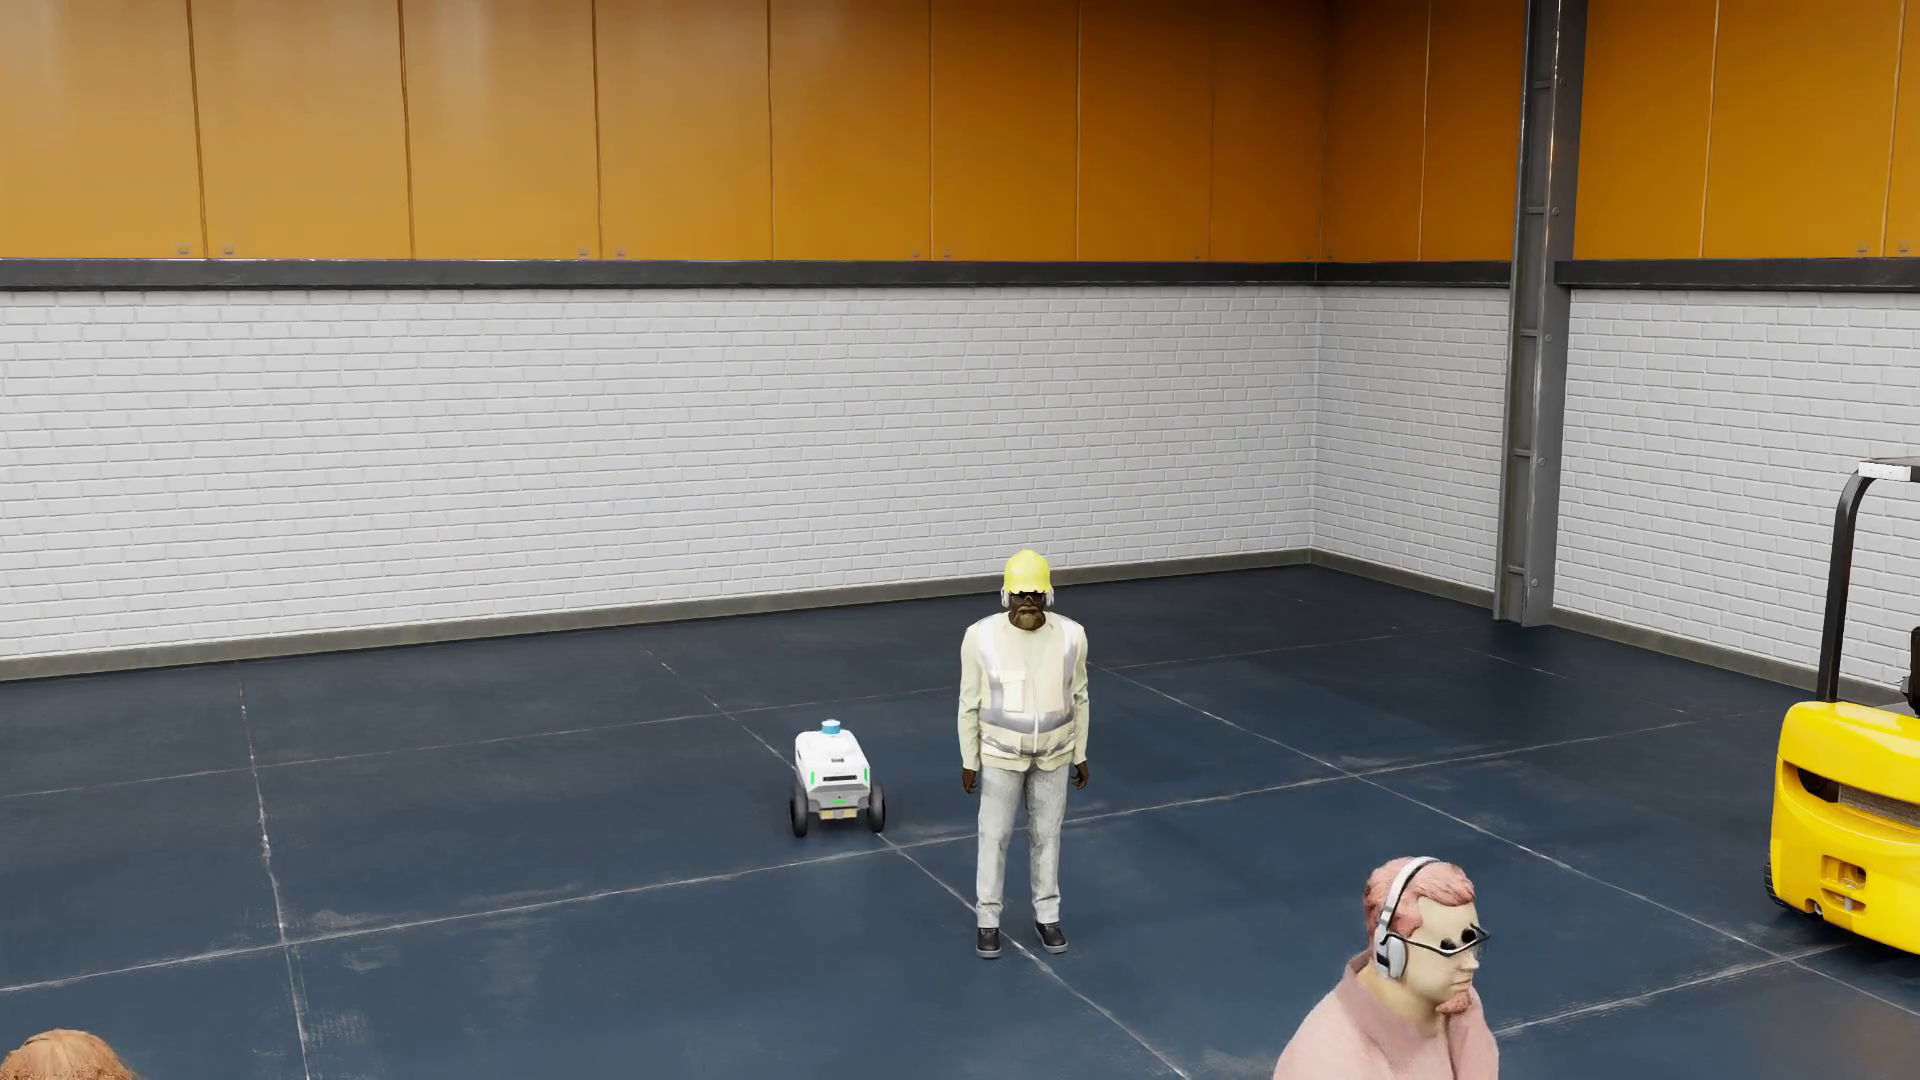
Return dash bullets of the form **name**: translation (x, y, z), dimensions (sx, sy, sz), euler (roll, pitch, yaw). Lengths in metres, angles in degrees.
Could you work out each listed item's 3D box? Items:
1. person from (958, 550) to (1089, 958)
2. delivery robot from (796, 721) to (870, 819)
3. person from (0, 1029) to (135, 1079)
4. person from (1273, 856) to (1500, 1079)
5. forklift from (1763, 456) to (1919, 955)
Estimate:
- **person**: translation (0.291, 0.942, 7.370), dimensions (0.598, 1.830, 0.403), euler (-2, 9, -10)
- **delivery robot**: translation (-0.708, 1.241, 9.177), dimensions (0.477, 0.478, 0.707), euler (-2, 9, -11)
- **person**: translation (-1.661, 1.719, 3.226), dimensions (0.369, 1.618, 0.493), euler (6, 11, 32)
- **person**: translation (0.894, 1.555, 3.380), dimensions (0.412, 1.915, 0.666), euler (9, 13, 43)
- **forklift**: translation (4.857, 0.731, 7.561), dimensions (2.313, 2.155, 1.214), euler (-4, 10, -25)
